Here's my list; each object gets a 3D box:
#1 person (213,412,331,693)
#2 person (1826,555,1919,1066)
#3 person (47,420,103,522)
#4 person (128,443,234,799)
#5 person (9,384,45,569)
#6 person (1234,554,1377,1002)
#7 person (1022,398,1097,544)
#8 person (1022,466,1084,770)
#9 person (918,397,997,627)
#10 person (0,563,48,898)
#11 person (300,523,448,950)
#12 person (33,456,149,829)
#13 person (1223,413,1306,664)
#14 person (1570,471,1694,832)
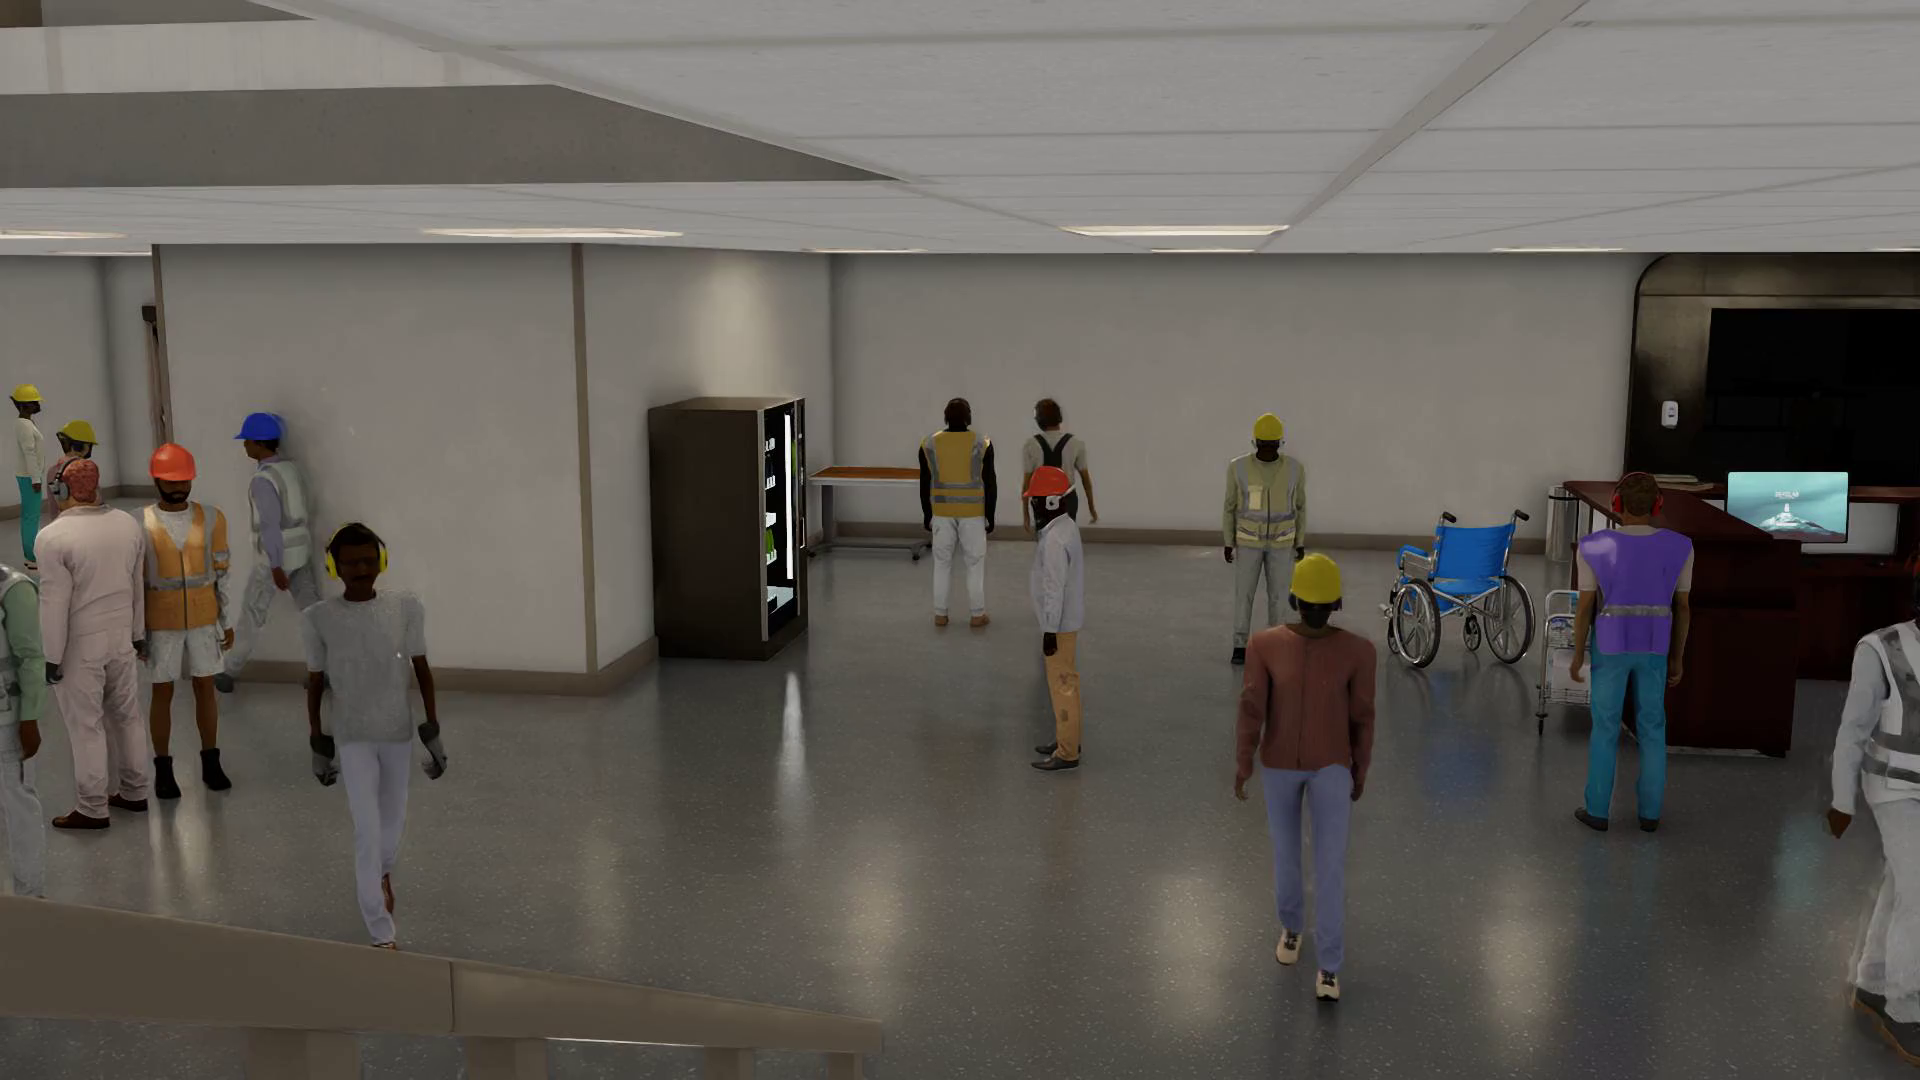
[{"bbox_3d":[-4.654,0.095,11.180,1.021,1.895,0.610,0,9,3],"label":"person"},{"bbox_3d":[3.538,0.949,6.017,0.600,1.859,0.711,-3,10,-16],"label":"person"},{"bbox_3d":[-6.424,0.005,12.188,0.524,1.759,0.328,4,10,26],"label":"person"},{"bbox_3d":[-4.213,0.435,9.019,0.547,1.933,0.383,-7,12,-37],"label":"person"},{"bbox_3d":[-8.871,-0.604,15.913,0.311,1.769,0.525,-6,11,-33],"label":"person"},{"bbox_3d":[1.352,0.928,6.565,0.534,1.739,0.819,3,10,17],"label":"person"},{"bbox_3d":[0.809,-0.240,13.493,0.622,1.816,0.554,1,9,5],"label":"person"},{"bbox_3d":[0.529,0.441,9.548,0.361,1.742,0.563,1,9,8],"label":"person"},{"bbox_3d":[-0.009,-0.216,13.285,0.625,1.846,0.429,1,9,9],"label":"person"},{"bbox_3d":[-4.194,0.733,7.102,0.605,1.949,0.402,2,9,12],"label":"person"},{"bbox_3d":[-2.471,0.811,7.004,0.520,1.836,0.954,-5,11,-31],"label":"person"},{"bbox_3d":[-4.477,0.521,8.540,0.408,1.906,0.653,3,10,16],"label":"person"},{"bbox_3d":[2.200,-0.004,12.015,0.602,1.828,0.404,1,9,4],"label":"person"},{"bbox_3d":[3.381,0.573,8.410,0.564,1.846,0.390,1,9,7],"label":"person"}]
